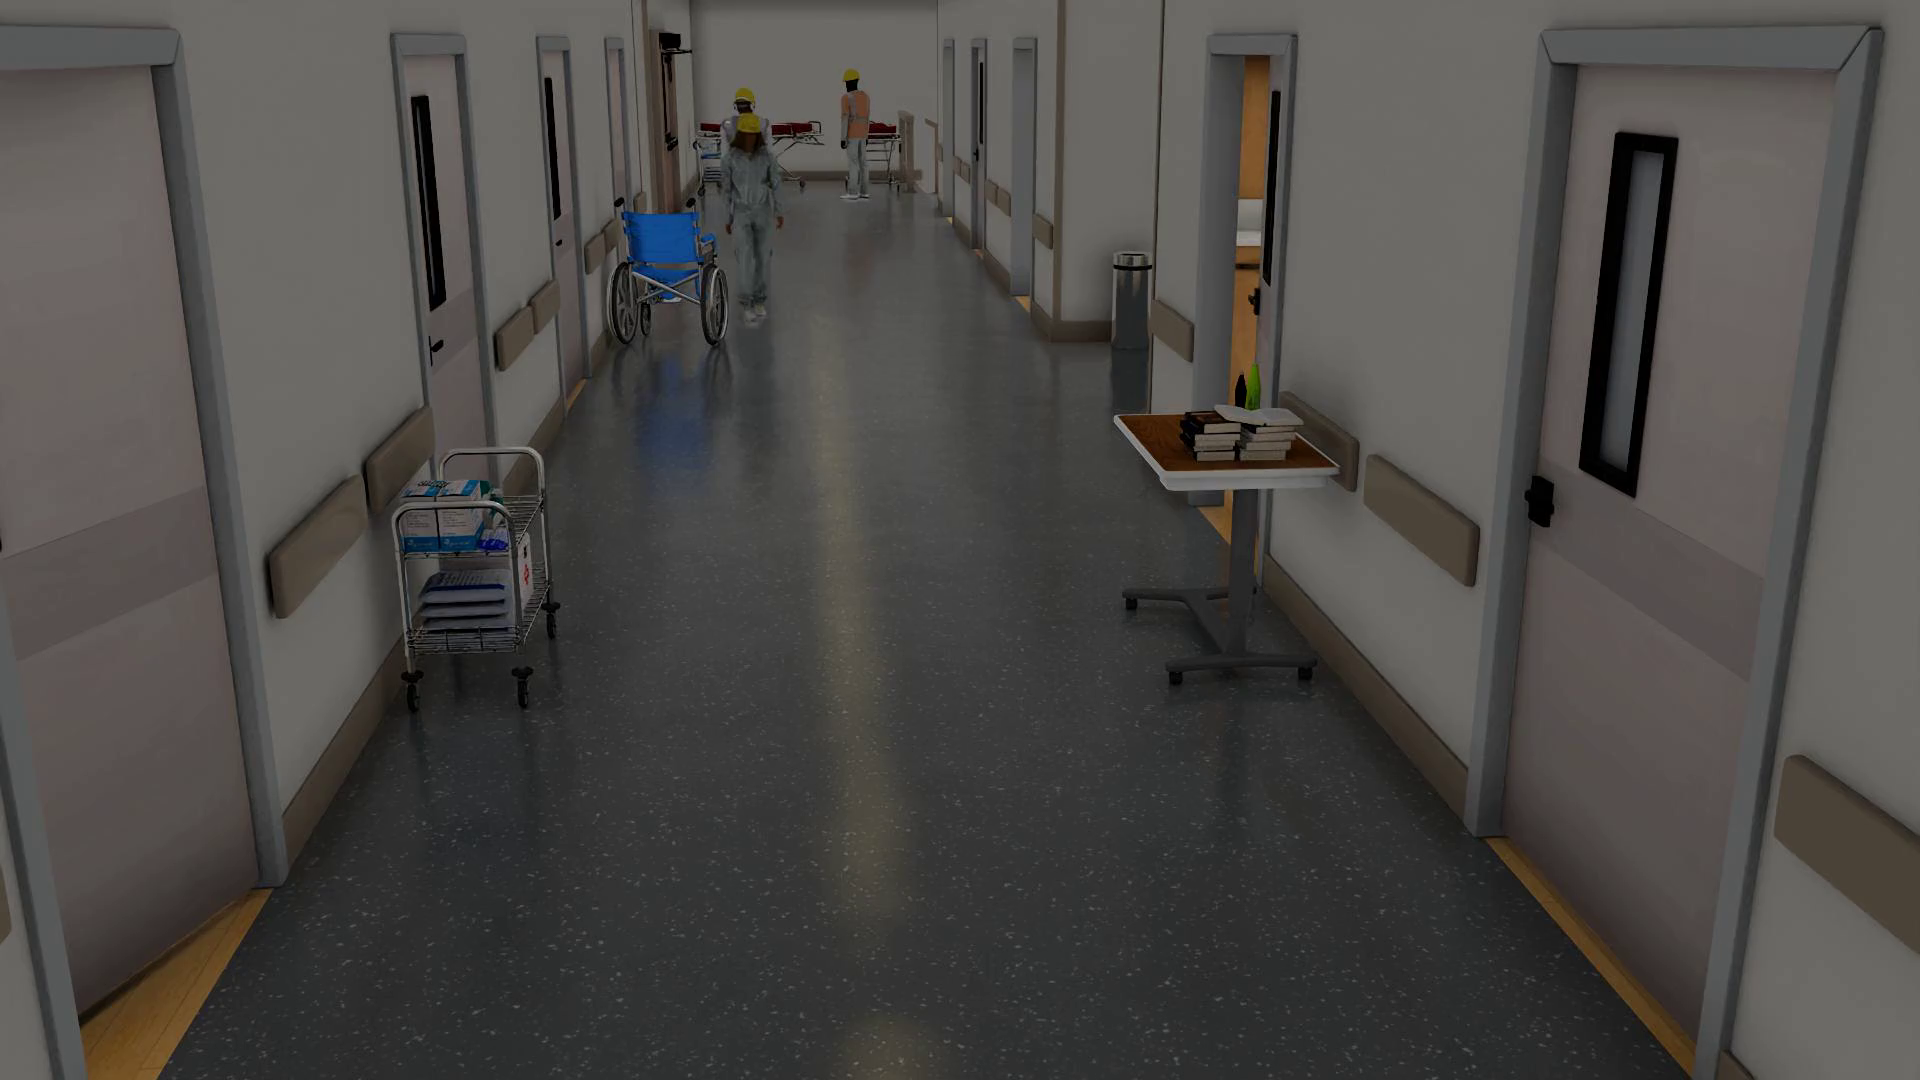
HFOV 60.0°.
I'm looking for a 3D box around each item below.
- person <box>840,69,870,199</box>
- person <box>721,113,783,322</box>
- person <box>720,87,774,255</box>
[{"bbox_3d":[-1.596,-6.116,25.105,0.397,1.920,0.586,13,21,36],"label":"person"},{"bbox_3d":[-1.747,-2.736,14.136,0.507,1.720,0.617,-6,18,-19],"label":"person"},{"bbox_3d":[-2.341,-4.059,18.389,0.586,1.823,0.403,-2,17,-8],"label":"person"}]
